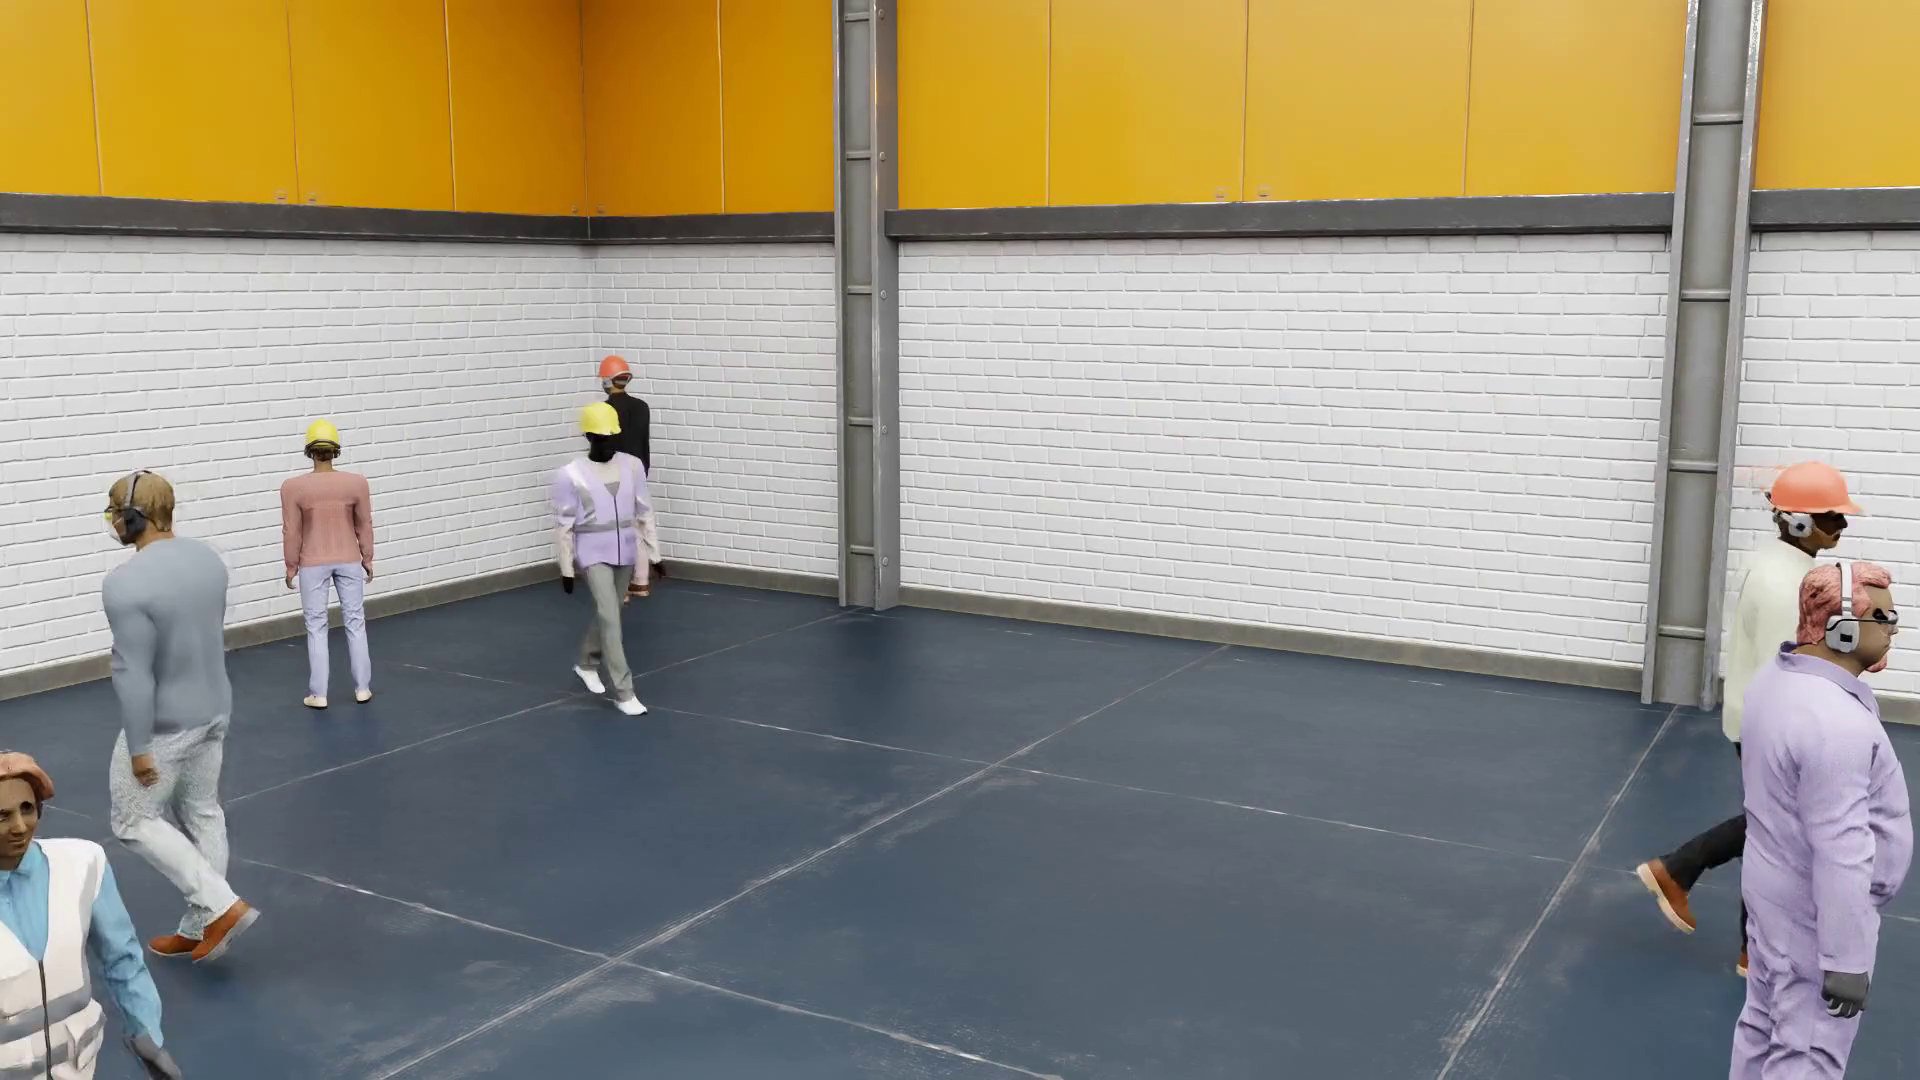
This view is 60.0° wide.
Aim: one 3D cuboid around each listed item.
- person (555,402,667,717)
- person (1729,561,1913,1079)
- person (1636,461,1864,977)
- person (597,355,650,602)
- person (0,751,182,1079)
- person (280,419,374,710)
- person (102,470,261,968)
[{"bbox_3d":[-2.187,0.083,10.213,0.604,1.887,0.965,-9,13,-43],"label":"person"},{"bbox_3d":[2.288,0.995,4.426,0.409,1.907,0.651,2,9,11],"label":"person"},{"bbox_3d":[2.963,0.675,6.219,0.626,1.979,0.623,5,11,30],"label":"person"},{"bbox_3d":[-2.761,-0.500,13.486,0.393,1.992,0.620,6,11,32],"label":"person"},{"bbox_3d":[-2.074,1.257,3.766,0.859,1.594,0.528,5,10,28],"label":"person"},{"bbox_3d":[-3.849,0.149,10.147,0.533,1.768,0.310,-6,11,-32],"label":"person"},{"bbox_3d":[-2.947,0.689,6.285,0.478,1.923,0.642,2,9,11],"label":"person"}]
